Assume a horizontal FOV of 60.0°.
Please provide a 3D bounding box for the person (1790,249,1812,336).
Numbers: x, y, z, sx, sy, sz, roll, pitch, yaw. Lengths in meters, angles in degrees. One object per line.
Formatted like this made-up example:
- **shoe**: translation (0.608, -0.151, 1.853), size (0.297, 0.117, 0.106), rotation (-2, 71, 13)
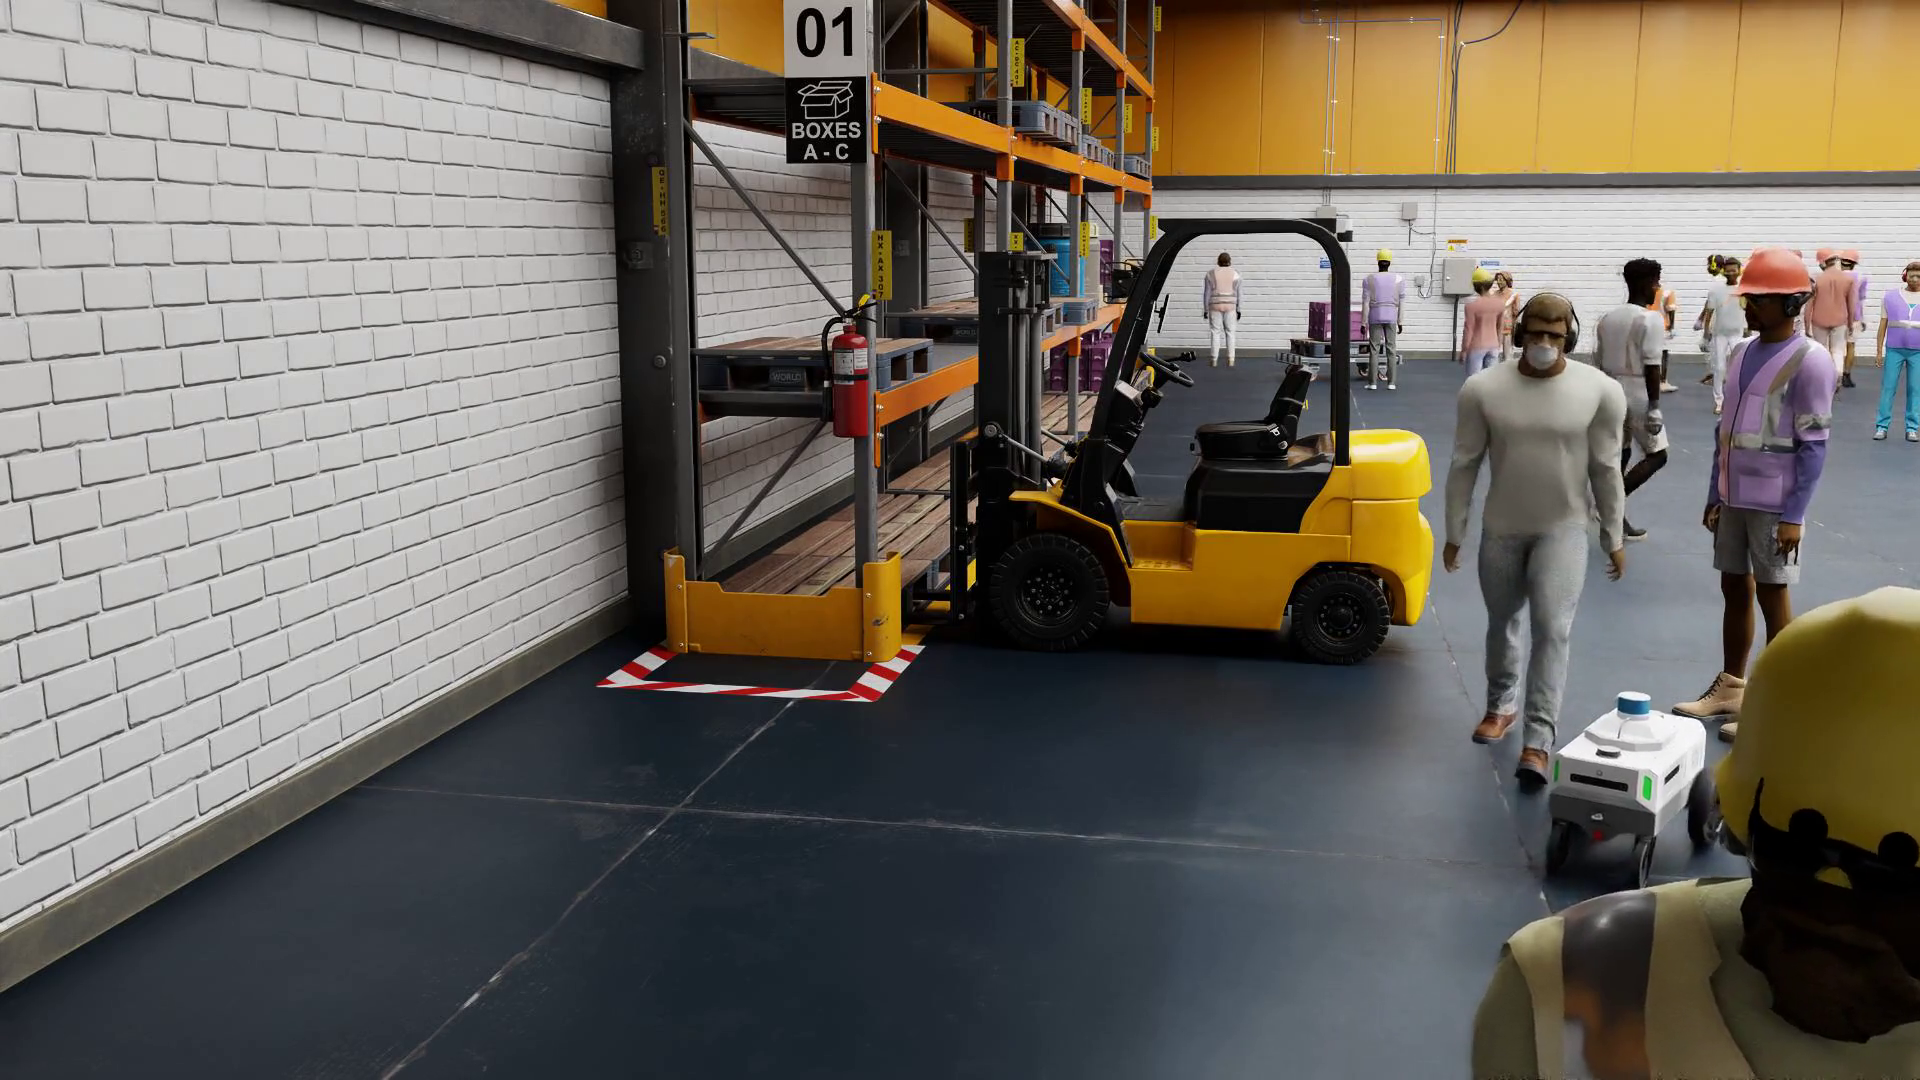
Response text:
- **person**: translation (12.379, -3.374, 24.815), size (0.642, 1.906, 0.410), rotation (-7, 12, -34)

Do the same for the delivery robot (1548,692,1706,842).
- **delivery robot**: translation (2.259, 0.757, 5.614), size (0.477, 0.478, 0.707), rotation (8, 13, 36)

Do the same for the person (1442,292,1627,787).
- **person**: translation (2.215, -0.013, 6.475), size (0.673, 1.867, 1.076), rotation (5, 12, 27)

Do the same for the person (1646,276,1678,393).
- **person**: translation (9.373, -2.822, 22.432), size (0.640, 1.662, 0.403), rotation (8, 13, 37)

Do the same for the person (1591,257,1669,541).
- **person**: translation (4.573, -0.942, 11.330), size (0.427, 1.955, 0.630), rotation (-3, 11, -16)

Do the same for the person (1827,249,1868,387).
- **person**: translation (12.324, -3.085, 23.205), size (0.634, 1.917, 0.483), rotation (5, 11, 24)

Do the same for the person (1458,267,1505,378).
- **person**: translation (5.680, -2.085, 18.136), size (0.532, 1.766, 0.329), rotation (-4, 11, -19)

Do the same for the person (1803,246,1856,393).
- **person**: translation (11.393, -2.852, 21.779), size (0.644, 1.970, 0.599), rotation (3, 11, 14)

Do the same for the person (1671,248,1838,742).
- **person**: translation (3.313, -0.179, 6.920), size (0.369, 2.045, 0.608), rotation (-2, 11, -10)

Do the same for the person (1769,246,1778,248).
- **person**: translation (11.818, -3.304, 24.290), size (0.616, 1.966, 0.759), rotation (6, 12, 28)

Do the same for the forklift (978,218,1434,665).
- **forklift**: translation (1.285, -0.567, 8.635), size (2.313, 2.155, 1.214), rotation (2, 11, 11)

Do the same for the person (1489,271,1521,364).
- **person**: translation (7.213, -2.757, 22.163), size (0.307, 1.640, 0.521), rotation (-9, 14, -40)

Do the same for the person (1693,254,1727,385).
- **person**: translation (10.625, -3.098, 23.488), size (0.515, 1.845, 0.485), rotation (7, 12, 33)

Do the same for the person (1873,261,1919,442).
- **person**: translation (9.723, -1.931, 17.079), size (0.566, 1.842, 0.389), rotation (5, 12, 27)

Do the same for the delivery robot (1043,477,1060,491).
- **delivery robot**: translation (0.655, -0.257, 11.175), size (0.477, 0.478, 0.707), rotation (-2, 10, -10)

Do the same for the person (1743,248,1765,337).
- **person**: translation (10.580, -2.901, 22.118), size (0.544, 1.943, 0.347), rotation (-8, 13, -39)

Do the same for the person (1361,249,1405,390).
- **person**: translation (5.768, -3.004, 22.724), size (0.584, 1.928, 0.374), rotation (1, 10, 3)

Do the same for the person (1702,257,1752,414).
- **person**: translation (9.026, -2.384, 19.543), size (0.550, 1.849, 0.581), rotation (4, 11, 22)

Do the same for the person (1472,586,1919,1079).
- **person**: translation (0.722, 0.927, 1.458), size (0.591, 1.824, 0.404), rotation (3, 11, 13)

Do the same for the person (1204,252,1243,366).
- **person**: translation (4.262, -3.737, 26.978), size (0.633, 1.841, 0.429), rotation (0, 10, 2)
